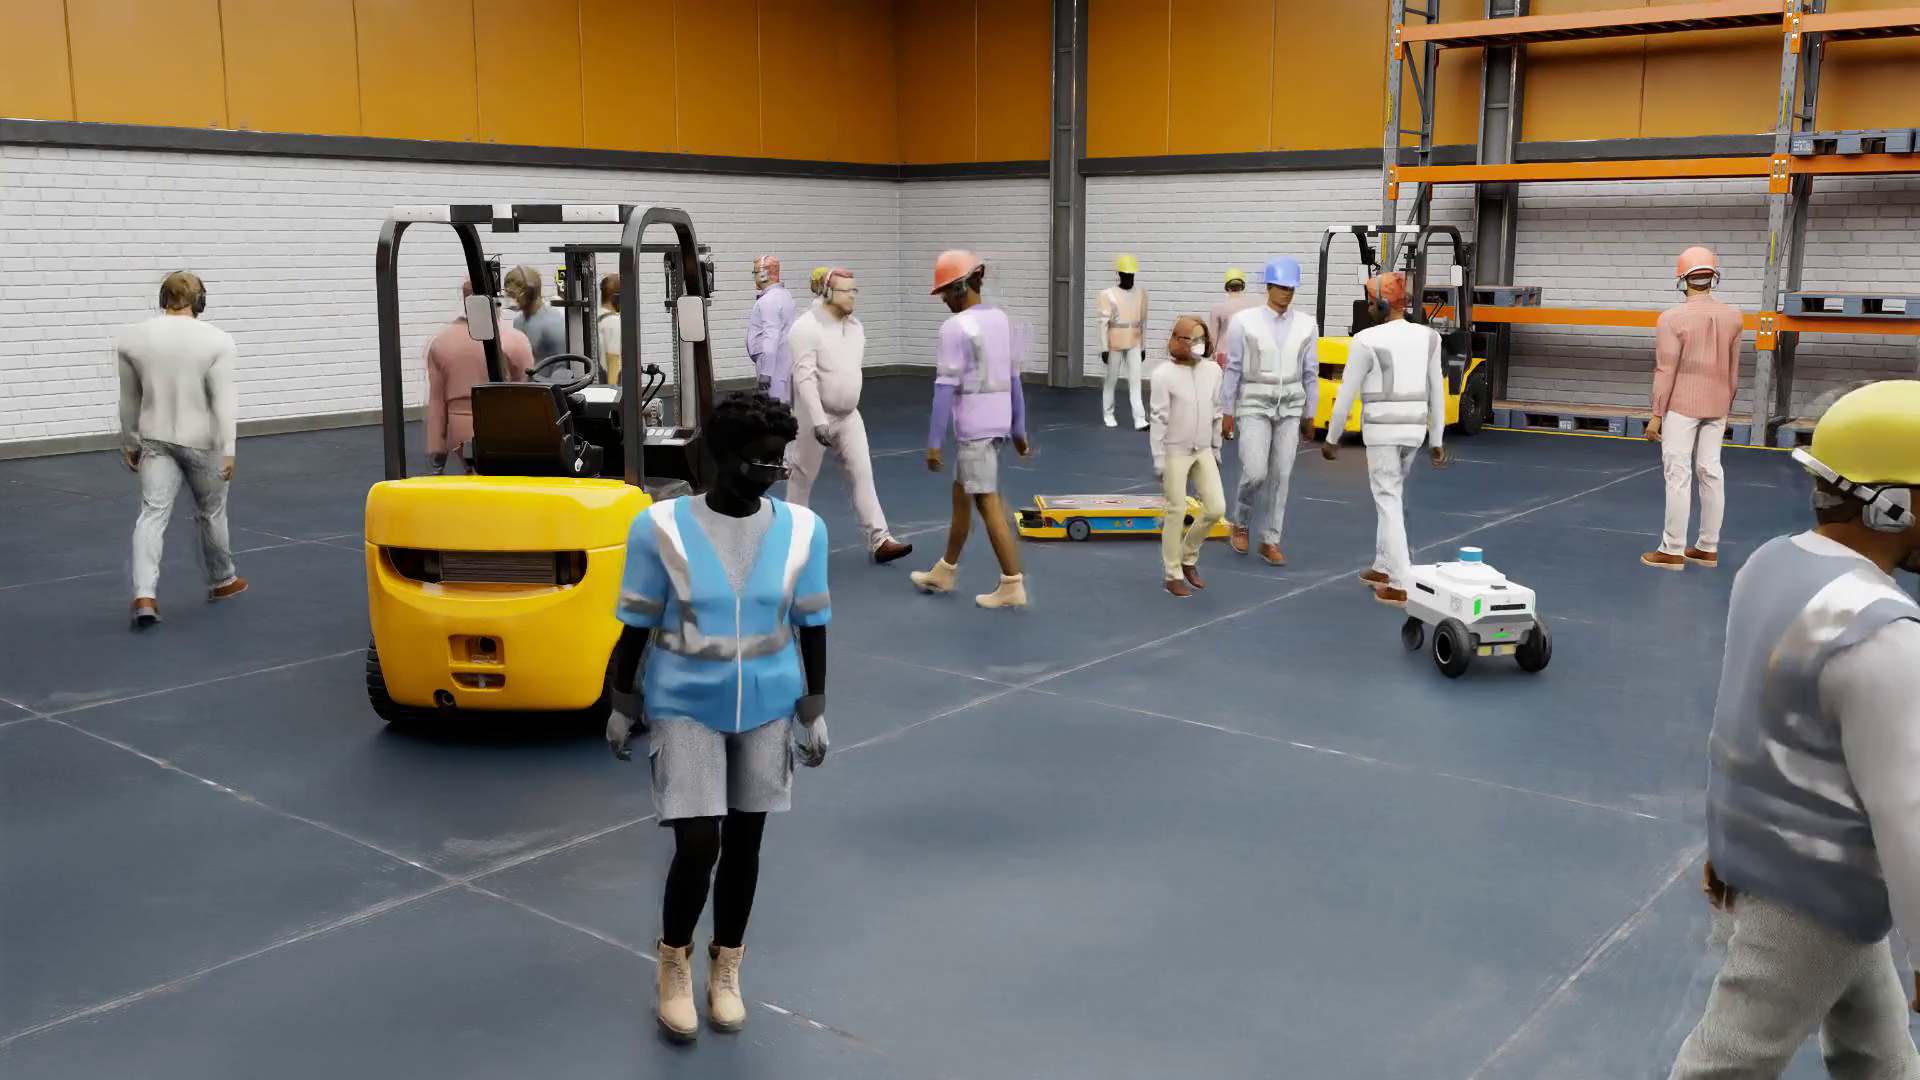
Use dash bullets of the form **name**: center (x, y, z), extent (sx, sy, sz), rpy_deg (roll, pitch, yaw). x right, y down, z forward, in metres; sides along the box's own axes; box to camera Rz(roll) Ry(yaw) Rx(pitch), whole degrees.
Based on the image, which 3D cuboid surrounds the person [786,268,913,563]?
- **person**: center (-0.760, -0.758, 10.413), extent (0.997, 1.856, 0.647), rpy_deg (9, 14, 42)

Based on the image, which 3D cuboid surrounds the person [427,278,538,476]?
- **person**: center (-2.675, -0.566, 9.381), extent (0.643, 1.860, 1.000), rpy_deg (5, 11, 25)

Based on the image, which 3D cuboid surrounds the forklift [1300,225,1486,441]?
- **forklift**: center (4.449, -2.115, 16.993), extent (1.214, 2.155, 2.313), rpy_deg (8, 13, 38)

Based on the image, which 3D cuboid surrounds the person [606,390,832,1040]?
- **person**: center (-0.592, 0.451, 4.212), extent (0.583, 1.665, 0.416), rpy_deg (-4, 11, -22)

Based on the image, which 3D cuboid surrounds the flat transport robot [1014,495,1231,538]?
- **flat transport robot**: center (1.111, -0.173, 11.561), extent (1.431, 0.197, 0.652), rpy_deg (0, 10, -2)

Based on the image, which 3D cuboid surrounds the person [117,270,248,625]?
- **person**: center (-4.235, -0.512, 9.002), extent (0.663, 1.888, 1.051), rpy_deg (0, 10, -2)

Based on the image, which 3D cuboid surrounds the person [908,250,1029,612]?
- **person**: center (0.023, -0.615, 9.287), extent (0.994, 1.968, 0.668), rpy_deg (6, 12, 32)

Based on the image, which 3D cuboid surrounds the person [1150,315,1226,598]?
- **person**: center (1.305, -0.468, 9.464), extent (0.521, 1.617, 0.348), rpy_deg (-6, 12, -29)

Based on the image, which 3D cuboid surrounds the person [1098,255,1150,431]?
- **person**: center (1.765, -2.113, 17.879), extent (0.612, 1.869, 1.009), rpy_deg (-3, 11, -18)

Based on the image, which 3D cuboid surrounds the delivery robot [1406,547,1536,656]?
- **delivery robot**: center (2.451, 0.279, 8.011), extent (0.477, 0.478, 0.707), rpy_deg (-2, 11, -12)

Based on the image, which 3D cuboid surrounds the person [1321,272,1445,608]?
- **person**: center (2.385, -0.582, 9.423), extent (0.593, 1.850, 0.791), rpy_deg (-5, 11, -25)

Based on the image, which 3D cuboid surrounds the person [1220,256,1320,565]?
- **person**: center (1.952, -0.798, 10.406), extent (0.624, 1.933, 0.441), rpy_deg (-2, 10, -11)

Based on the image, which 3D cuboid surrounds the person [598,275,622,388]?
- **person**: center (-2.666, -1.074, 12.386), extent (1.011, 1.782, 0.577), rpy_deg (-10, 14, -44)

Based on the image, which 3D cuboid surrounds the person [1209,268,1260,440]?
- **person**: center (2.797, -1.892, 16.962), extent (0.546, 1.749, 0.372), rpy_deg (0, 10, 2)

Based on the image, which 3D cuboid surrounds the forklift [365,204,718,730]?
- **forklift**: center (-1.766, -0.406, 7.525), extent (1.214, 2.155, 2.313), rpy_deg (1, 10, 7)

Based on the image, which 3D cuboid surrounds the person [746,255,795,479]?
- **person**: center (-1.625, -1.471, 14.229), extent (0.402, 1.904, 0.651), rpy_deg (1, 10, 6)

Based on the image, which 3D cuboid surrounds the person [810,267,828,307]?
- **person**: center (-1.470, -2.070, 17.991), extent (0.317, 1.743, 0.492), rpy_deg (5, 11, 25)

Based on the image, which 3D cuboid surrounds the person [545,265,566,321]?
- **person**: center (-3.563, -1.594, 15.145), extent (0.403, 1.825, 0.595), rpy_deg (3, 11, 17)

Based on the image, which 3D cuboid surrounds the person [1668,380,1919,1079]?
- **person**: center (1.673, 0.606, 3.049), extent (0.933, 1.779, 0.613), rpy_deg (2, 10, 10)

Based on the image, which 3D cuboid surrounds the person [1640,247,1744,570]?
- **person**: center (4.523, -0.806, 10.305), extent (0.613, 1.991, 0.392), rpy_deg (-3, 11, -16)

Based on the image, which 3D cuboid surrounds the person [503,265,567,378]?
- **person**: center (-2.648, -0.794, 10.565), extent (0.960, 1.881, 0.677), rpy_deg (-6, 12, -31)
